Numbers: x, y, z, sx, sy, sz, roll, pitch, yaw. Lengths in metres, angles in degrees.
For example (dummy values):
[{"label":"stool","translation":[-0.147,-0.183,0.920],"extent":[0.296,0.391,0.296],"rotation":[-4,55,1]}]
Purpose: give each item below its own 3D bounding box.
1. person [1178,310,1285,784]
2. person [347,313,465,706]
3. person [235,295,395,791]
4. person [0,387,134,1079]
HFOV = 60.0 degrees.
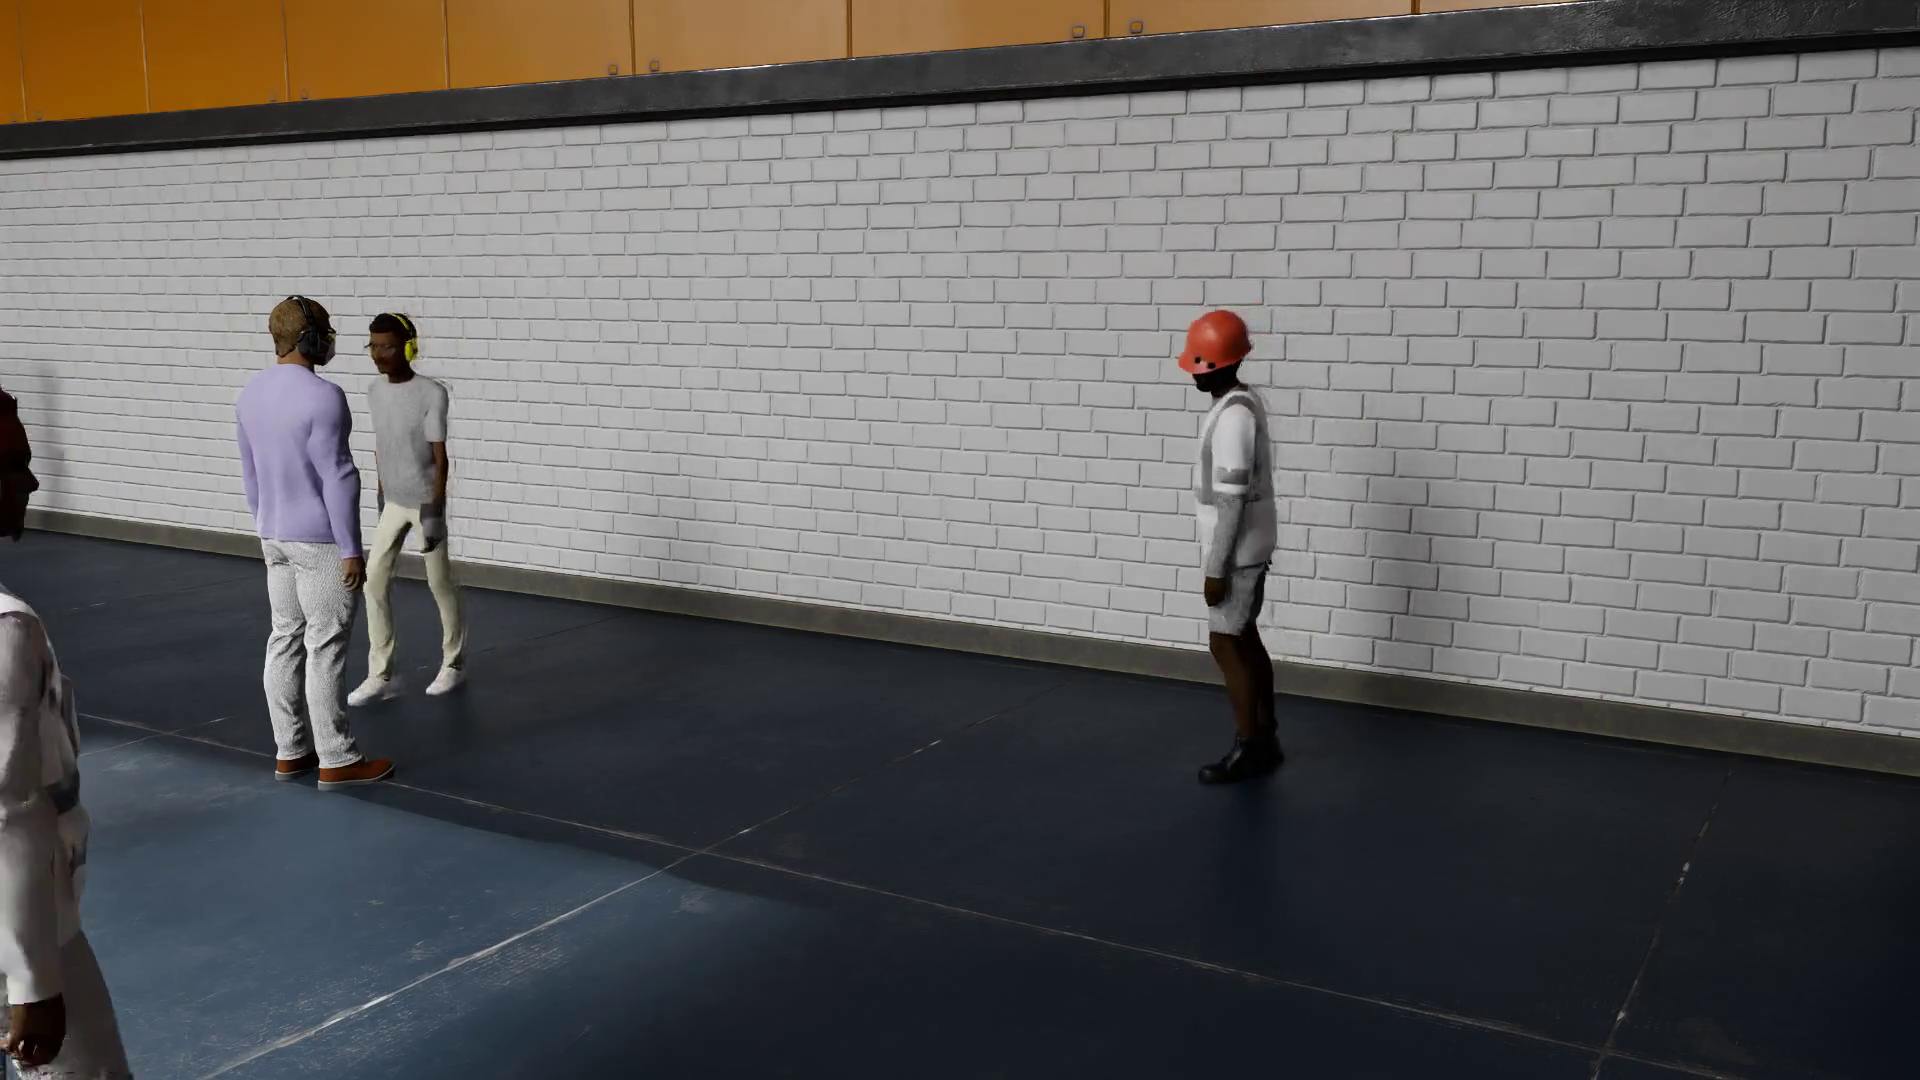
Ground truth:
[{"label":"person","translation":[1.109,0.023,6.668],"extent":[0.472,1.885,0.722],"rotation":[2,9,14]},{"label":"person","translation":[-2.609,-0.133,7.781],"extent":[0.561,1.832,0.801],"rotation":[4,10,23]},{"label":"person","translation":[-2.557,0.015,6.550],"extent":[0.629,1.940,0.373],"rotation":[6,11,34]},{"label":"person","translation":[-1.721,0.657,2.797],"extent":[0.587,1.859,0.816],"rotation":[6,11,33]}]
